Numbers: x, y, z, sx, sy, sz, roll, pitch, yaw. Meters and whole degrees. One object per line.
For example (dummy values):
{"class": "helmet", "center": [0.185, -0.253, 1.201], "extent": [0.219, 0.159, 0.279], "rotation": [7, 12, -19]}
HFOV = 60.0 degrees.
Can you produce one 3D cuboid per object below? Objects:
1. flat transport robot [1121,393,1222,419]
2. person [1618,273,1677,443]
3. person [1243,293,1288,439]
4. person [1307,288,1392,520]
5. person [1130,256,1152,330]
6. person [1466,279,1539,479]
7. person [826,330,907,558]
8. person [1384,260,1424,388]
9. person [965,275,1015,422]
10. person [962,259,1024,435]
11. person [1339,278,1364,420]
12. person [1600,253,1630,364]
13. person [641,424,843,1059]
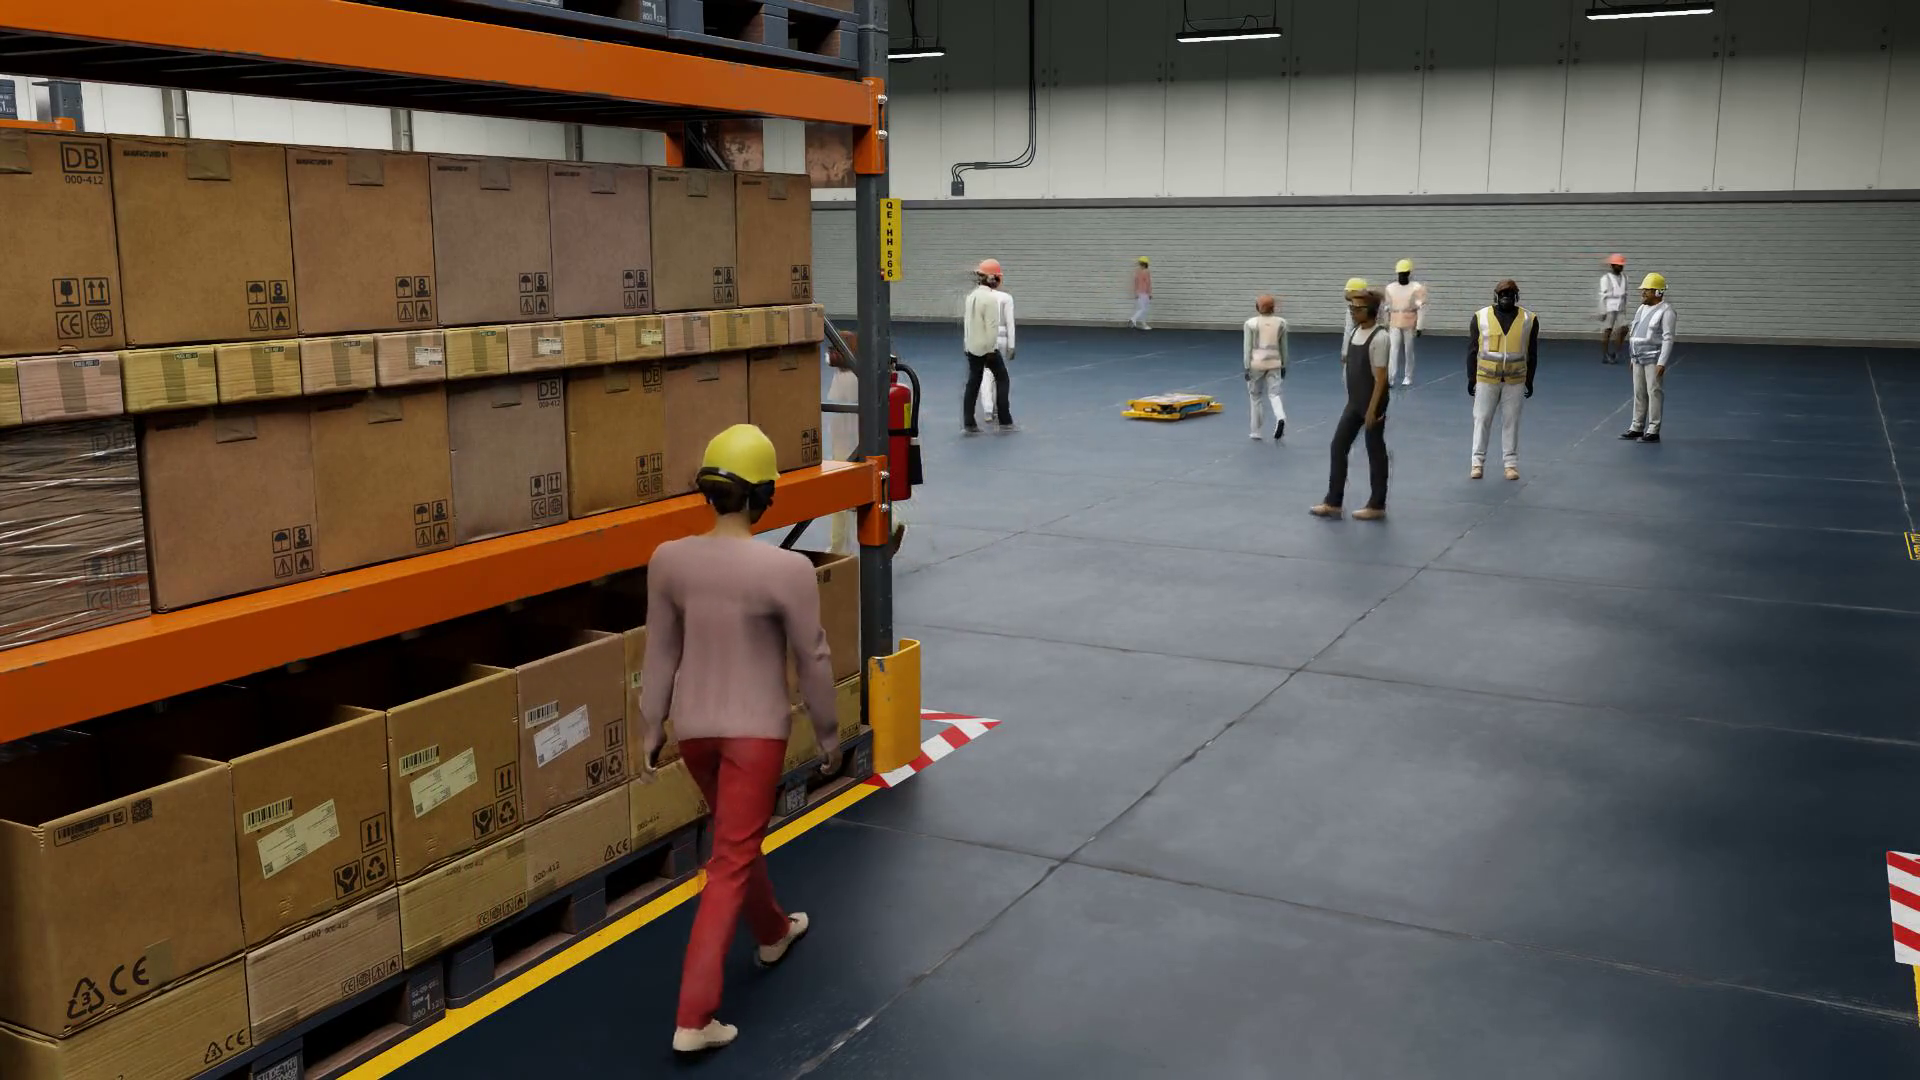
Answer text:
{"class": "flat transport robot", "center": [2.642, -1.670, 20.682], "extent": [0.652, 0.197, 1.431], "rotation": [7, 13, 34]}
{"class": "person", "center": [7.471, -1.971, 18.058], "extent": [0.404, 1.833, 0.588], "rotation": [-3, 11, -14]}
{"class": "person", "center": [3.353, -1.875, 18.117], "extent": [0.527, 1.616, 0.647], "rotation": [-2, 11, -9]}
{"class": "person", "center": [3.056, -1.041, 13.005], "extent": [0.759, 1.822, 0.541], "rotation": [-4, 11, -20]}
{"class": "person", "center": [4.285, -5.805, 39.163], "extent": [0.577, 1.750, 0.541], "rotation": [-4, 11, -22]}
{"class": "person", "center": [4.993, -1.477, 15.345], "extent": [0.627, 1.844, 0.429], "rotation": [2, 11, 12]}
{"class": "person", "center": [-0.711, -0.610, 11.240], "extent": [0.605, 1.616, 0.503], "rotation": [-3, 11, -14]}
{"class": "person", "center": [6.556, -3.197, 24.632], "extent": [0.604, 1.871, 0.980], "rotation": [6, 12, 29]}
{"class": "person", "center": [0.368, -2.361, 20.164], "extent": [0.609, 1.828, 0.985], "rotation": [-1, 10, -3]}
{"class": "person", "center": [0.378, -2.167, 18.755], "extent": [0.834, 1.959, 0.626], "rotation": [-6, 12, -28]}
{"class": "person", "center": [4.735, -2.286, 20.033], "extent": [0.364, 1.727, 0.511], "rotation": [7, 12, 33]}
{"class": "person", "center": [11.413, -4.007, 28.913], "extent": [0.586, 1.919, 0.549], "rotation": [-3, 11, -18]}
{"class": "person", "center": [-0.627, 0.533, 4.738], "extent": [0.541, 1.716, 0.925], "rotation": [5, 11, 23]}
